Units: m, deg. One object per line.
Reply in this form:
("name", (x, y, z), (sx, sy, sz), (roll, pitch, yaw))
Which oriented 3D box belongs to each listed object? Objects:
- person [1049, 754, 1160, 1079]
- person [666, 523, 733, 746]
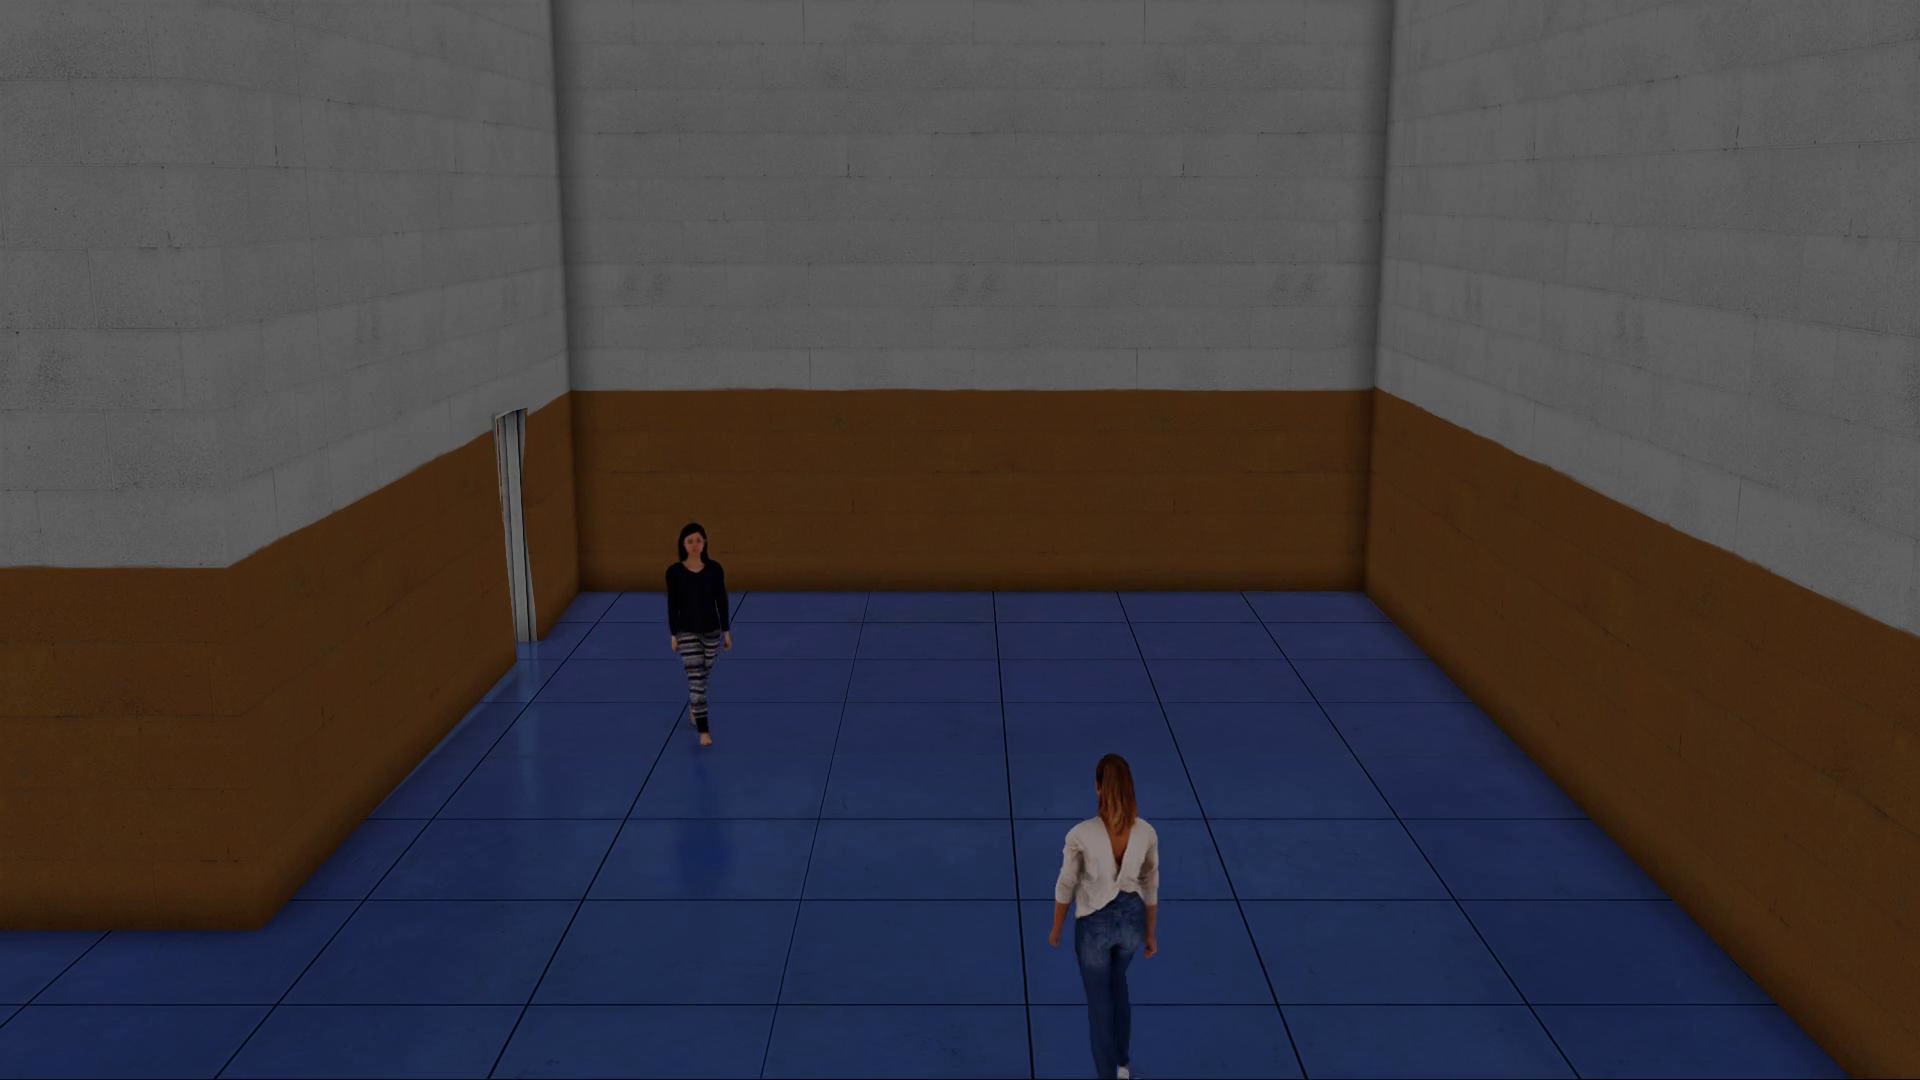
("person", (0.715, 1.854, 7.647), (0.751, 1.706, 0.808), (-4, 13, -20))
("person", (-2.065, 0.714, 13.092), (1.108, 1.694, 0.940), (-4, 13, -20))
